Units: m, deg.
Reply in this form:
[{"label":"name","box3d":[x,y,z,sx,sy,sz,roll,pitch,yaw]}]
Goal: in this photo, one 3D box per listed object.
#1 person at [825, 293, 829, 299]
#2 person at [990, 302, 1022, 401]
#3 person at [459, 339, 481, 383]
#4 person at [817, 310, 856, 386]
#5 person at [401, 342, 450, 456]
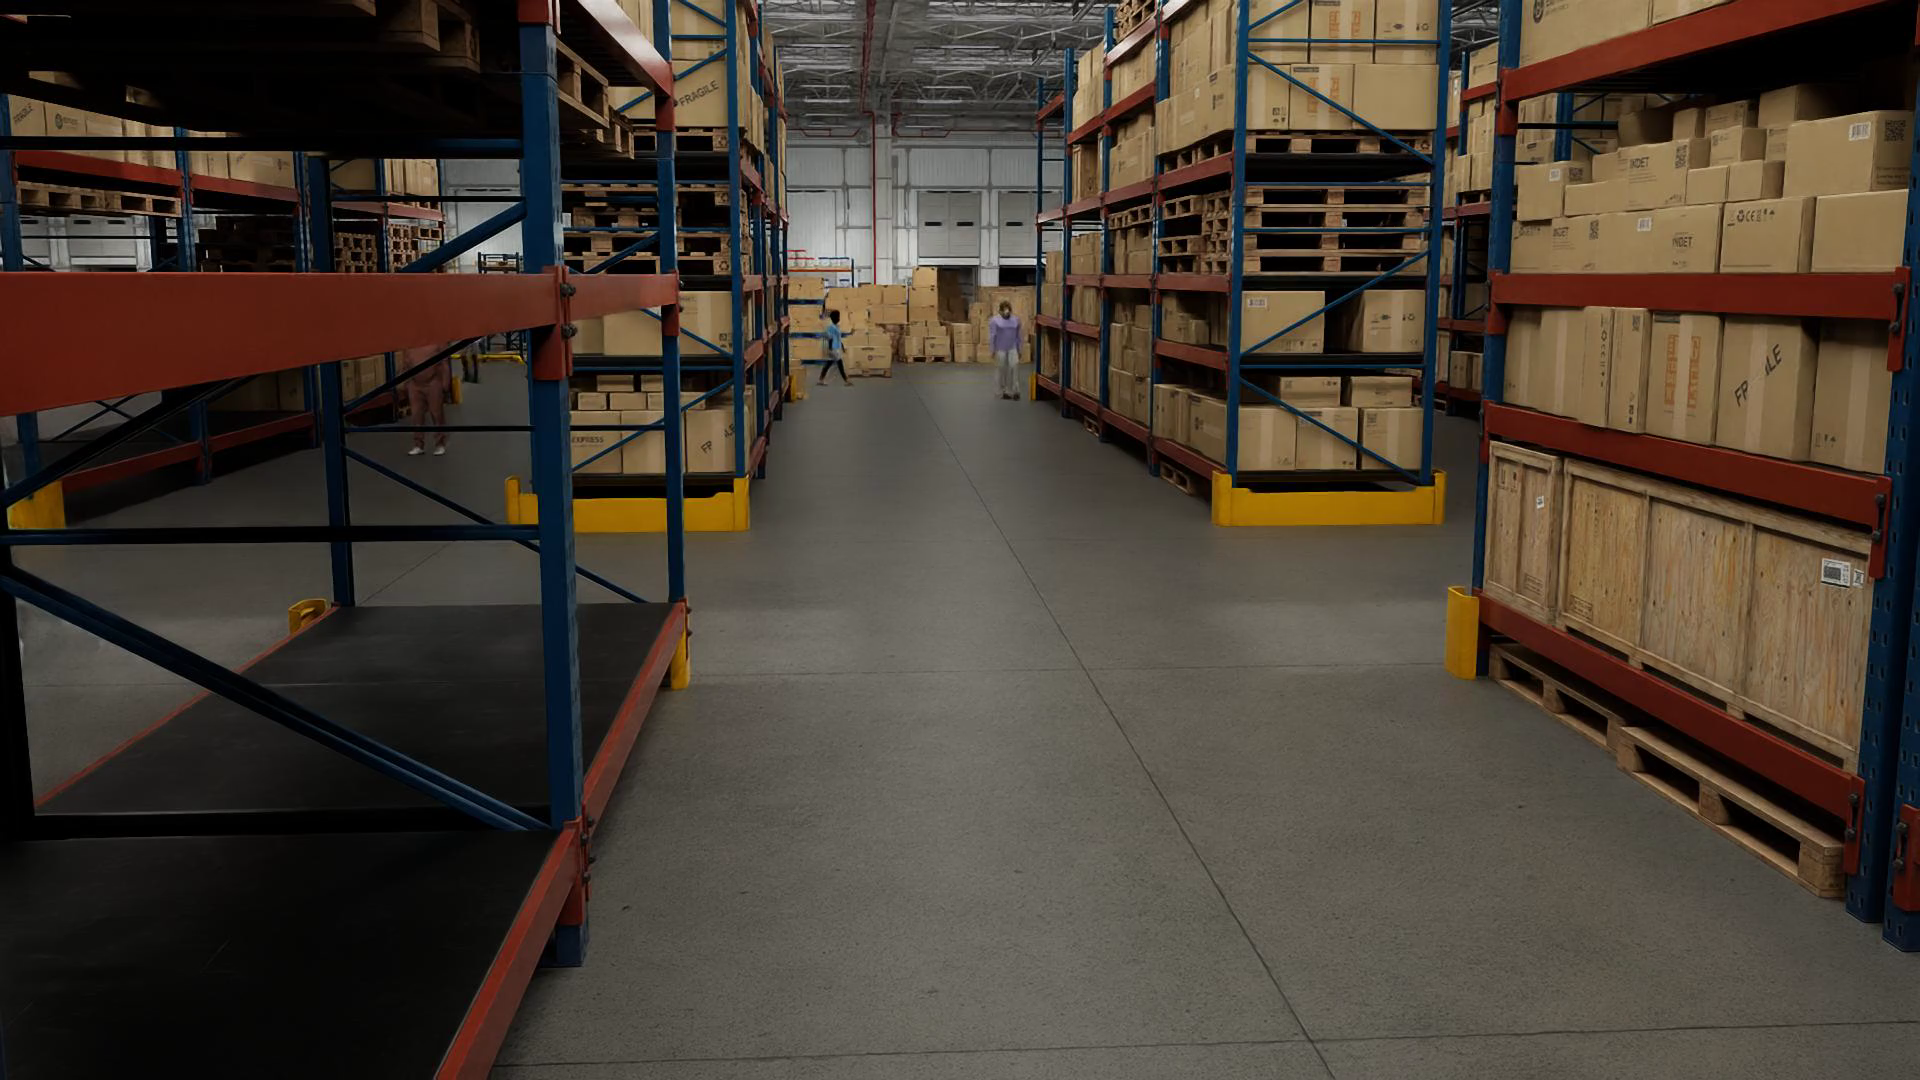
[{"label":"person","box3d":[-4.390,-7.557,56.933,0.533,1.820,0.516,-7,11,-37]},{"label":"person","box3d":[0.907,-3.587,31.784,0.648,1.878,1.025,-2,9,-11]},{"label":"person","box3d":[-10.970,-4.461,37.167,0.568,1.908,0.718,-7,11,-36]},{"label":"person","box3d":[-2.722,-4.152,36.033,0.870,1.652,0.530,1,9,5]},{"label":"person","box3d":[-7.134,-2.069,22.176,0.649,1.904,0.401,1,9,7]}]
